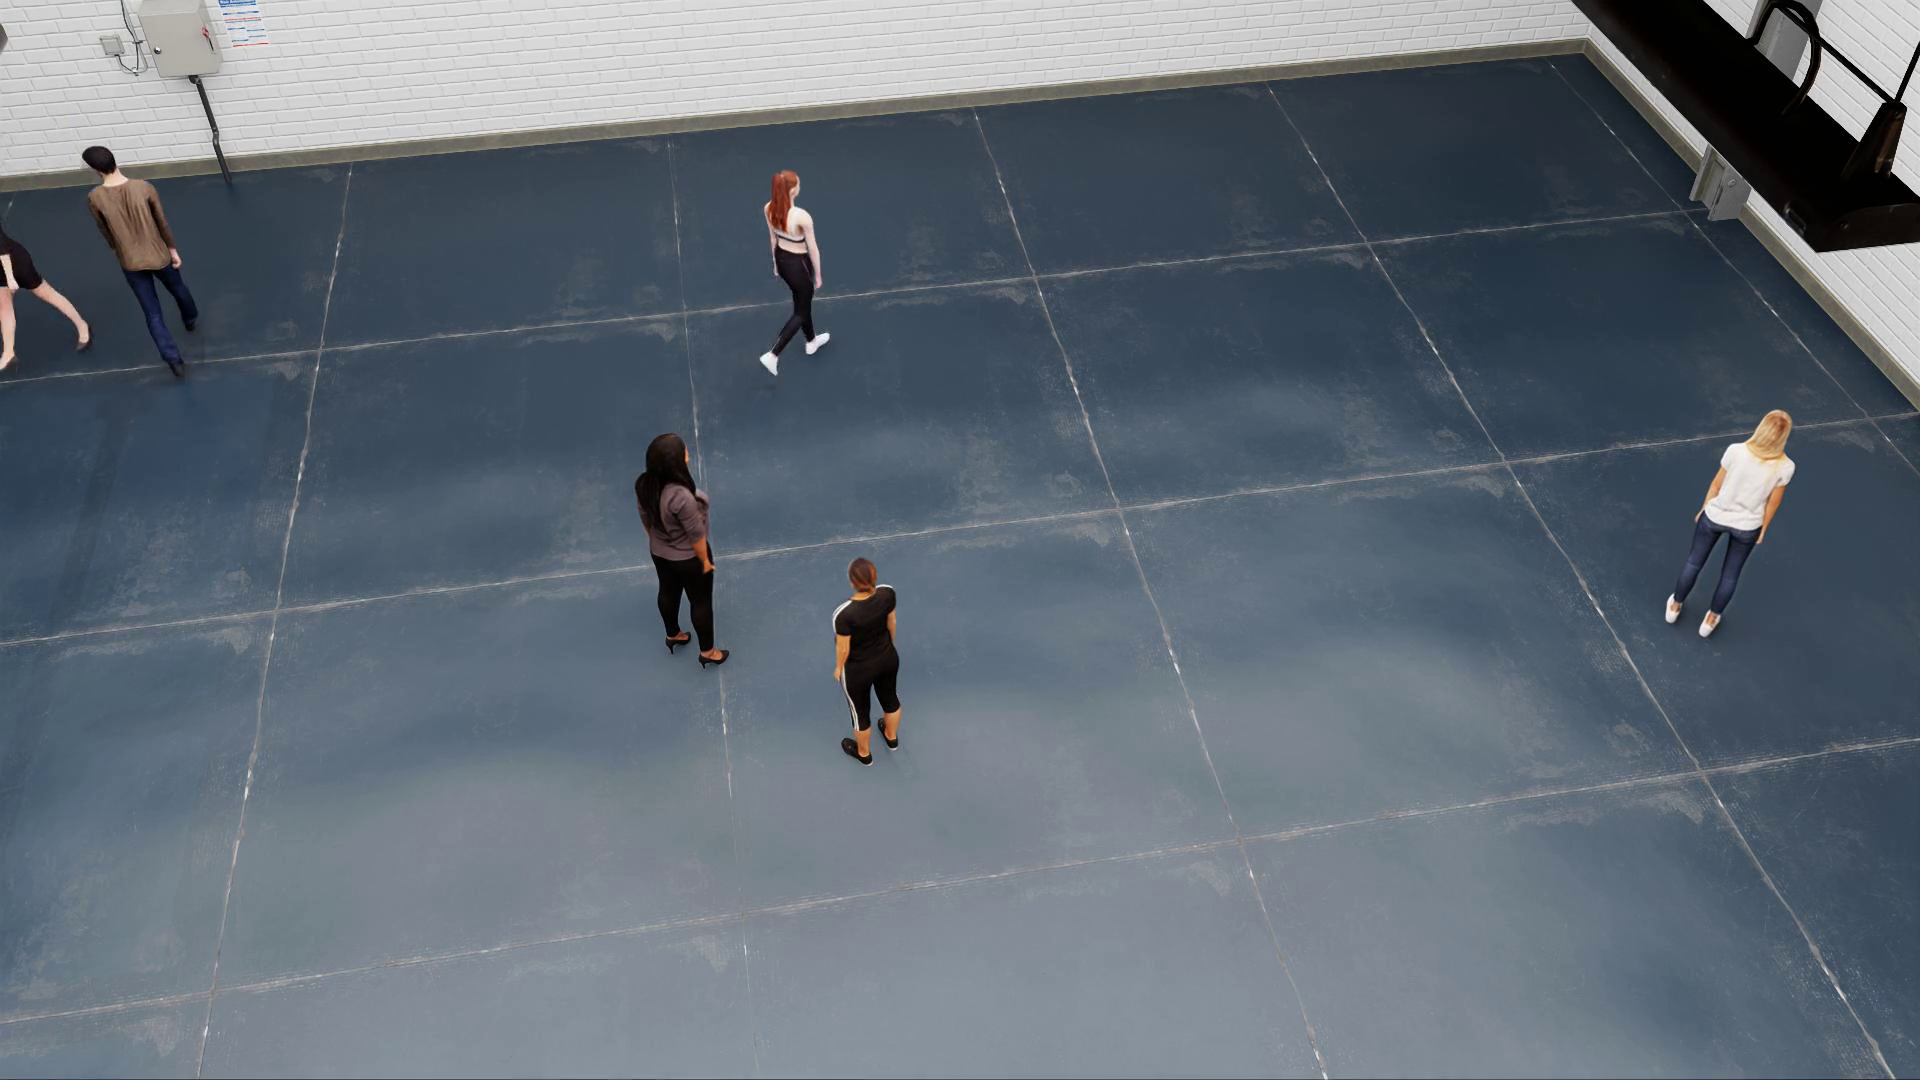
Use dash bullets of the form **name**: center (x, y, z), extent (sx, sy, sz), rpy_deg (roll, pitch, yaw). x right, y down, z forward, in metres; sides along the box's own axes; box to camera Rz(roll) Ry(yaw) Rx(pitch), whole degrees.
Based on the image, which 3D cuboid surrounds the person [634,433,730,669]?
- **person**: center (-1.777, 0.094, 10.506), extent (0.745, 1.837, 0.806), rpy_deg (26, 50, 25)

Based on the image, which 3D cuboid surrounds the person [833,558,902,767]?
- **person**: center (-0.547, 0.717, 9.973), extent (0.662, 1.669, 0.668), rpy_deg (-27, 50, -25)

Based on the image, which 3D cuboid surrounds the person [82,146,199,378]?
- **person**: center (-6.287, -2.120, 12.833), extent (0.901, 1.831, 1.251), rpy_deg (-19, 47, -19)

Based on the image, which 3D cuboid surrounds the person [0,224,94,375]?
- **person**: center (-7.281, -2.151, 12.926), extent (1.163, 1.749, 1.178), rpy_deg (29, 51, 27)

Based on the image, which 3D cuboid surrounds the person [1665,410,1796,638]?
- **person**: center (4.980, -0.106, 10.736), extent (0.660, 1.809, 0.693), rpy_deg (19, 47, 18)

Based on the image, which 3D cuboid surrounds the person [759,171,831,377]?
- **person**: center (-1.332, -2.025, 12.815), extent (1.043, 1.720, 1.107), rpy_deg (25, 49, 24)
